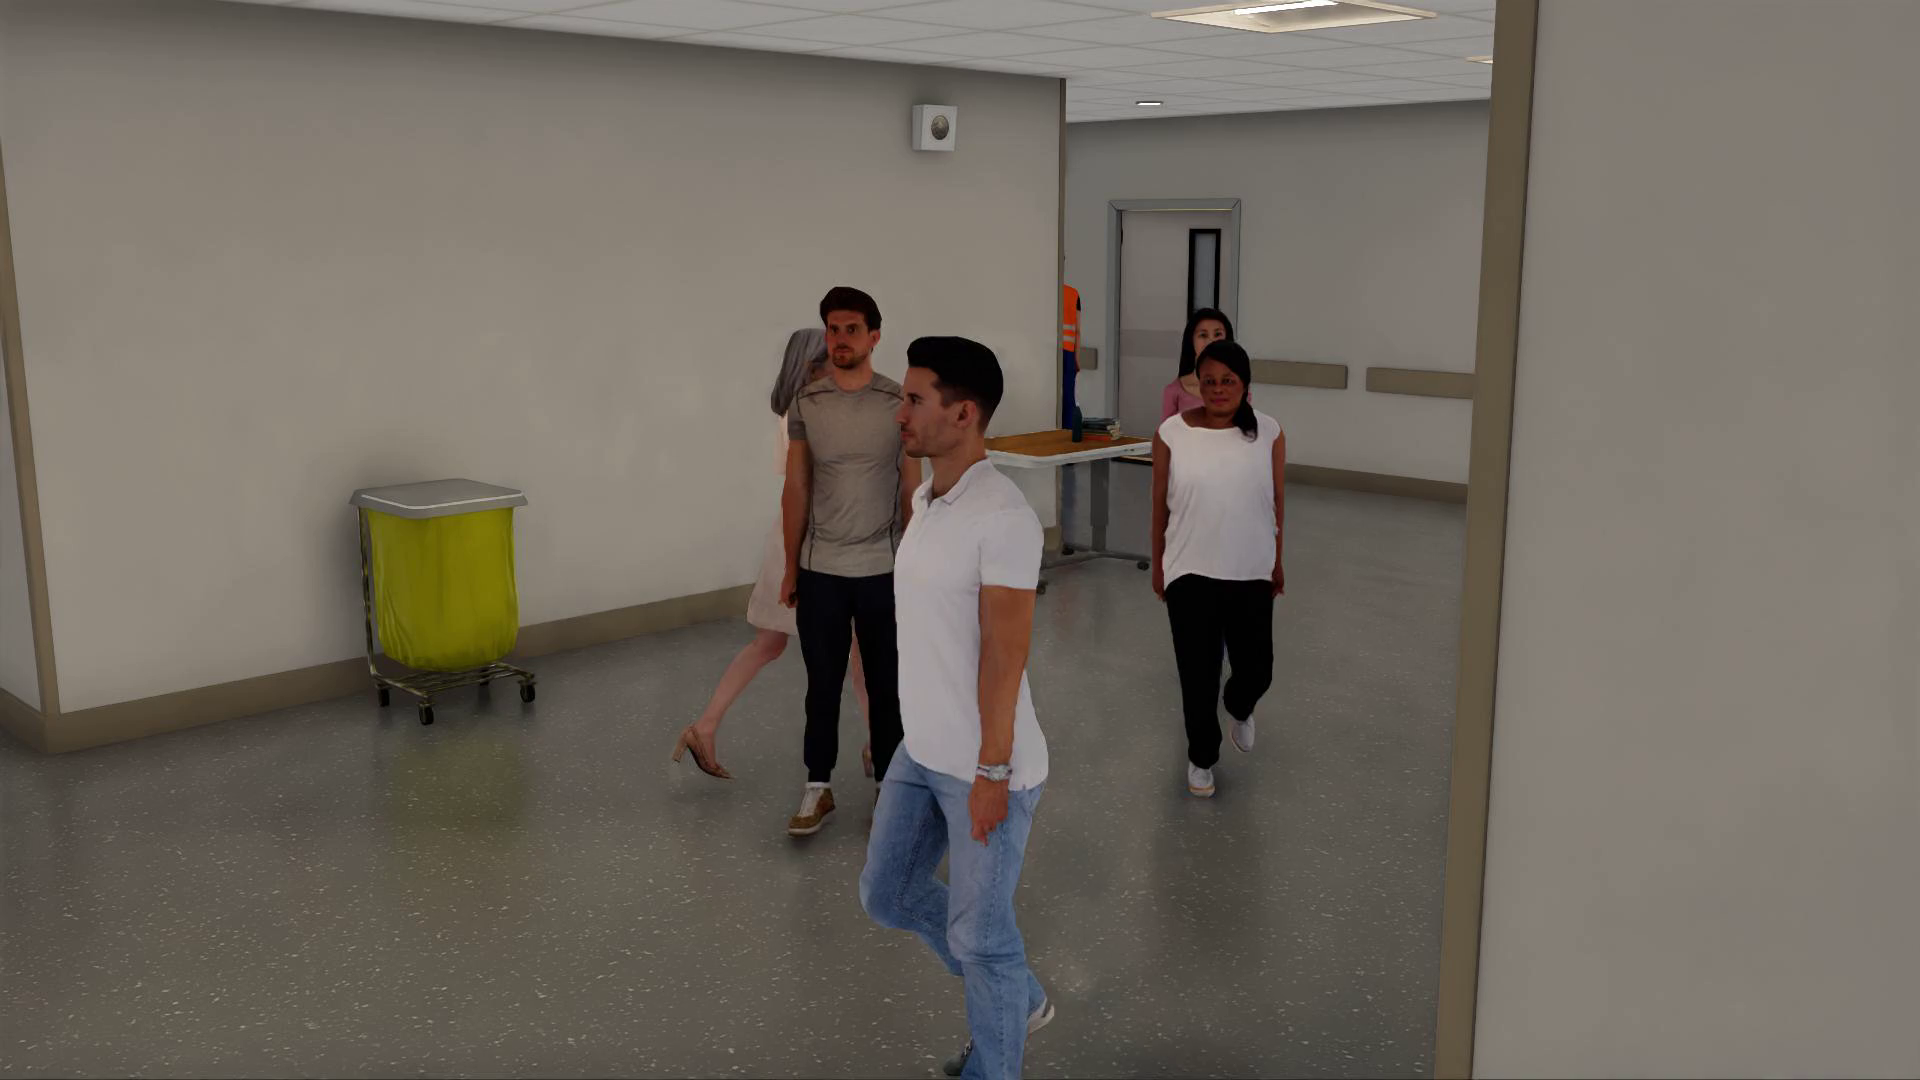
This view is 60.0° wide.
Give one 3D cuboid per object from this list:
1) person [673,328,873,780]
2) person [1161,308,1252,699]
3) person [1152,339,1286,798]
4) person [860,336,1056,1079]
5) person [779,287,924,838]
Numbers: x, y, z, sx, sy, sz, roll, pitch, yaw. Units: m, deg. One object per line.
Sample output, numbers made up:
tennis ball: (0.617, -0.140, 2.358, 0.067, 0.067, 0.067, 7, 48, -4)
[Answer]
person: (-0.657, 0.114, 6.091, 1.049, 1.691, 1.174, -3, 11, -14)
person: (1.093, -0.161, 7.521, 1.128, 1.698, 1.130, 1, 11, 5)
person: (0.989, 0.086, 6.269, 0.893, 1.680, 0.946, 1, 11, 5)
person: (0.094, 0.470, 3.779, 0.846, 1.853, 0.759, -5, 12, -26)
person: (-0.364, 0.081, 5.717, 0.724, 1.895, 0.790, 0, 11, 1)
